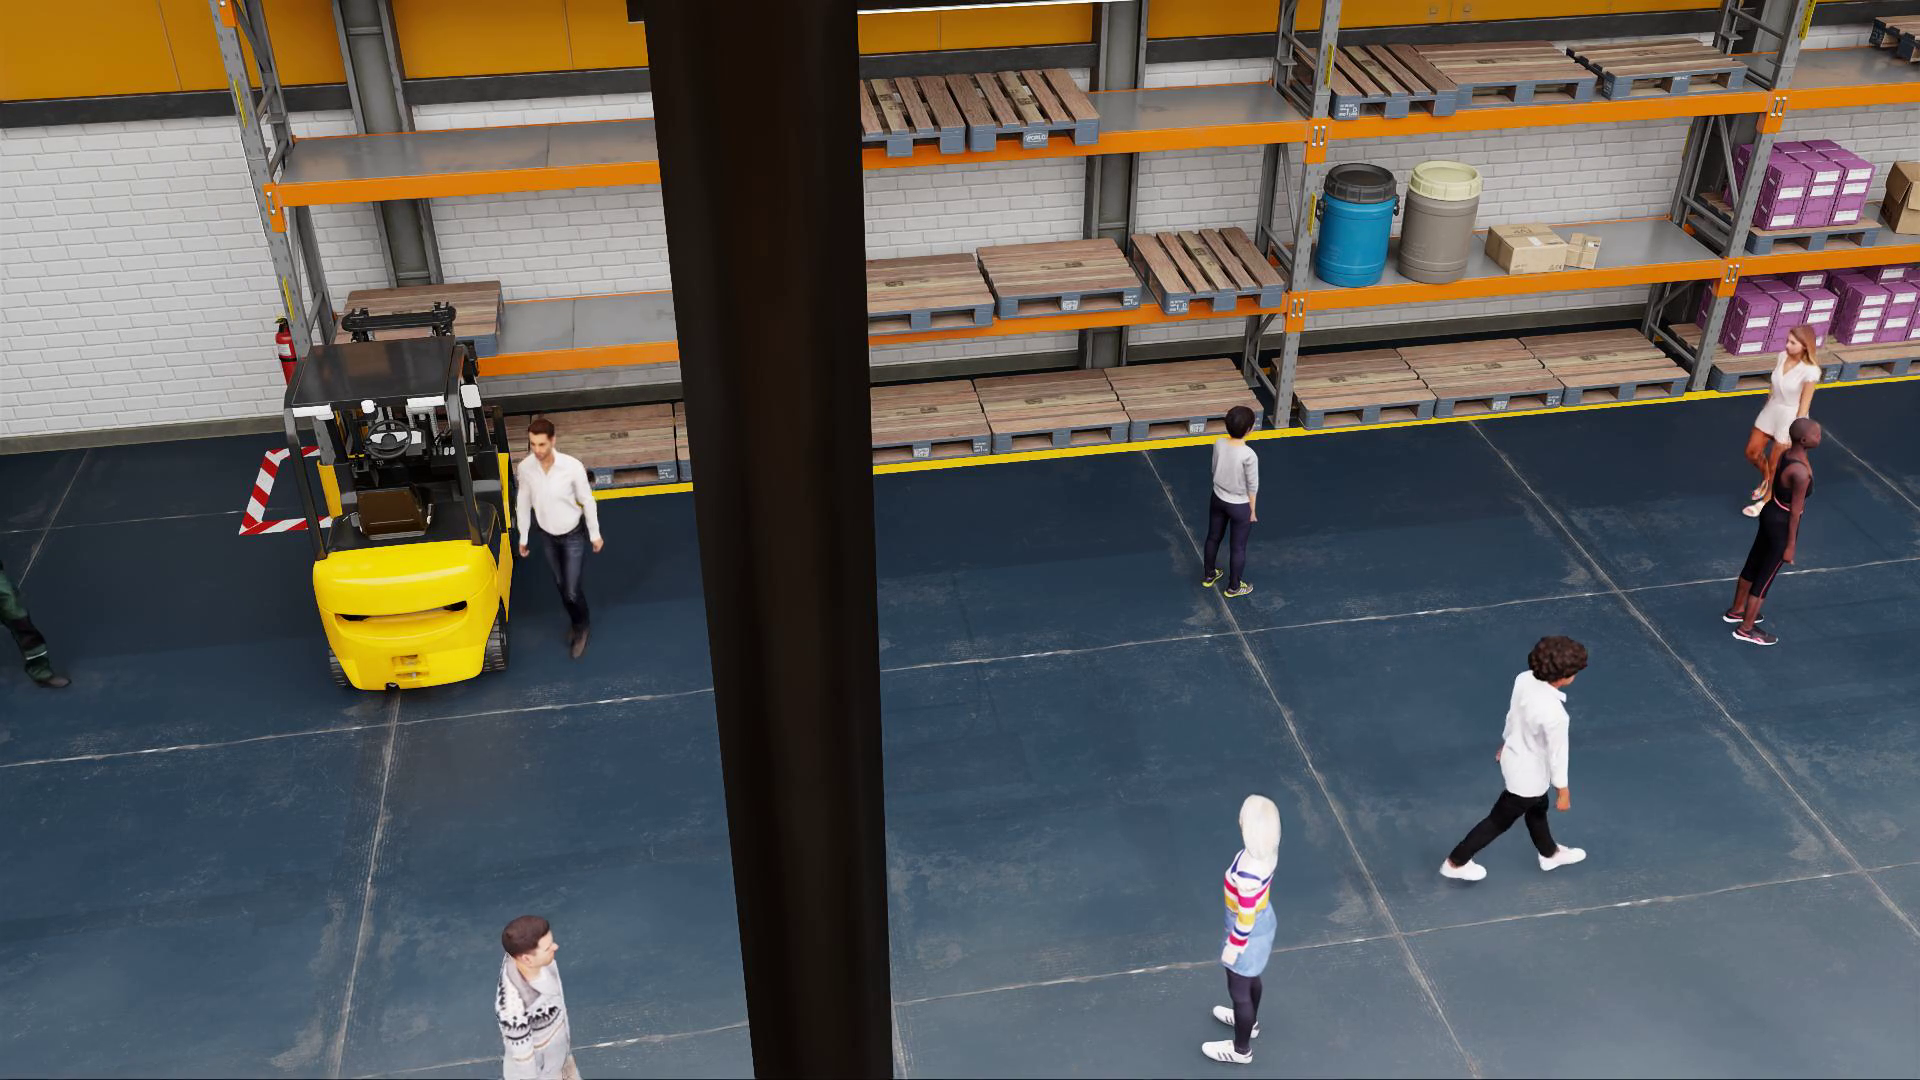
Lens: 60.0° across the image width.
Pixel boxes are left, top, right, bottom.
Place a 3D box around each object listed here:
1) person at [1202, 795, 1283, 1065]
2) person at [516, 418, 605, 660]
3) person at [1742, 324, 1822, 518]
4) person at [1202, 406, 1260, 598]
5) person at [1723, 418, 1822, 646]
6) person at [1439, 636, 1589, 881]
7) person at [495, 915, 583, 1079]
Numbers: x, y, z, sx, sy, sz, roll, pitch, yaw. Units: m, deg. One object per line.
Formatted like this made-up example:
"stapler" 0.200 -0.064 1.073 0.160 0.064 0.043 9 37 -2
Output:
"person" 1.494 2.000 8.577 0.728 1.807 0.721 14 36 20
"person" -2.761 -0.082 11.669 0.769 1.852 0.875 6 34 9
"person" 6.576 -0.954 13.135 0.710 1.681 0.640 -13 36 -18
"person" 1.998 -0.290 12.252 0.646 1.554 0.618 -29 43 -36
"person" 5.764 -0.087 11.762 0.614 1.758 0.633 3 34 5
"person" 3.212 1.328 9.630 1.154 1.762 0.716 -3 34 -4
"person" -2.074 2.457 7.863 0.910 1.838 0.761 -1 34 -1
